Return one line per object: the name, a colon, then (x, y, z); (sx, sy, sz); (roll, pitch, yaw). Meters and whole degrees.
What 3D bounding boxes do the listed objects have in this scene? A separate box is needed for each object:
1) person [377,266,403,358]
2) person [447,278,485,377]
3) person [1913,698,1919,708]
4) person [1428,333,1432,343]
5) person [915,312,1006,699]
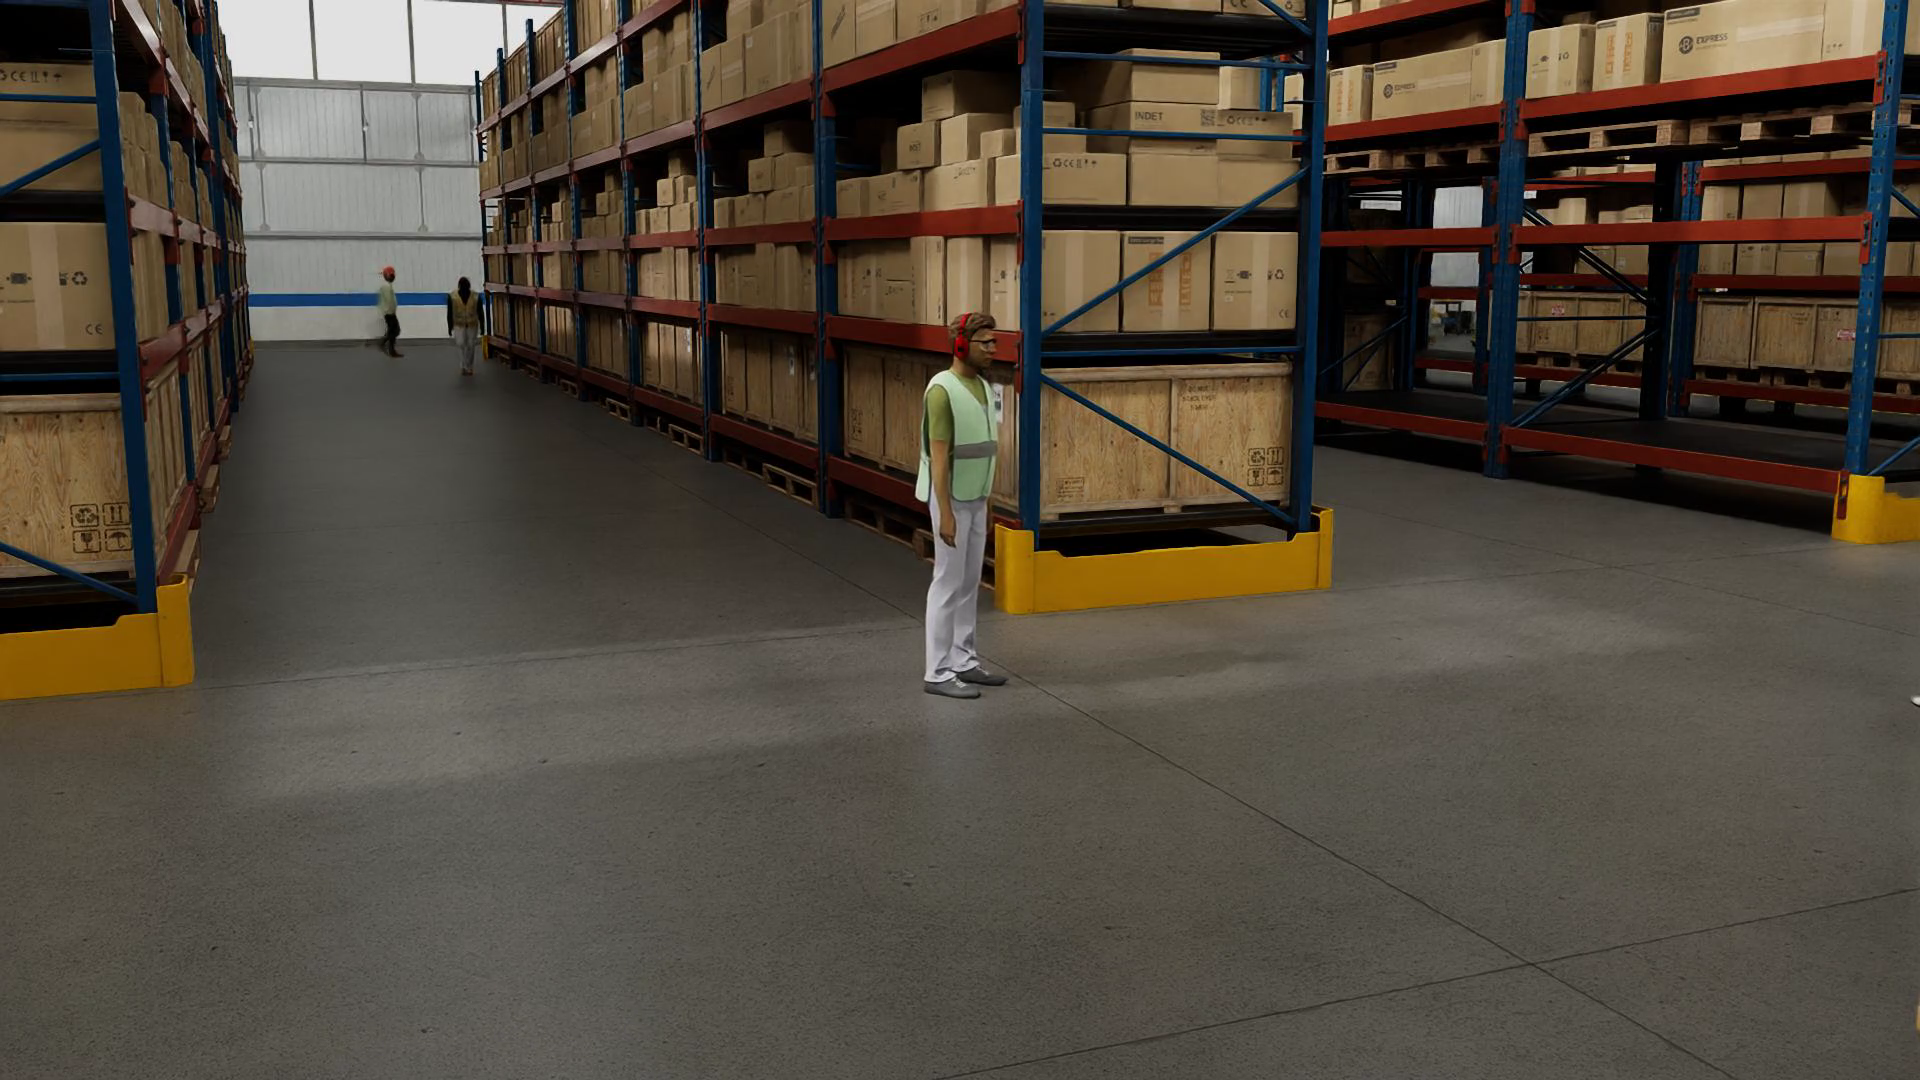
person: (-12.328, -4.915, 35.974); (0.441, 1.984, 0.638); (-4, 10, -24)
person: (-9.039, -3.897, 30.470); (0.646, 1.793, 0.954); (-4, 10, -21)
person: (4.701, -0.140, 7.659); (0.401, 1.900, 0.647); (9, 13, 43)
person: (11.353, -5.797, 41.505); (0.908, 1.909, 0.612); (-5, 11, -26)
person: (-0.003, -0.169, 8.006); (0.395, 1.840, 0.566); (4, 10, 24)
